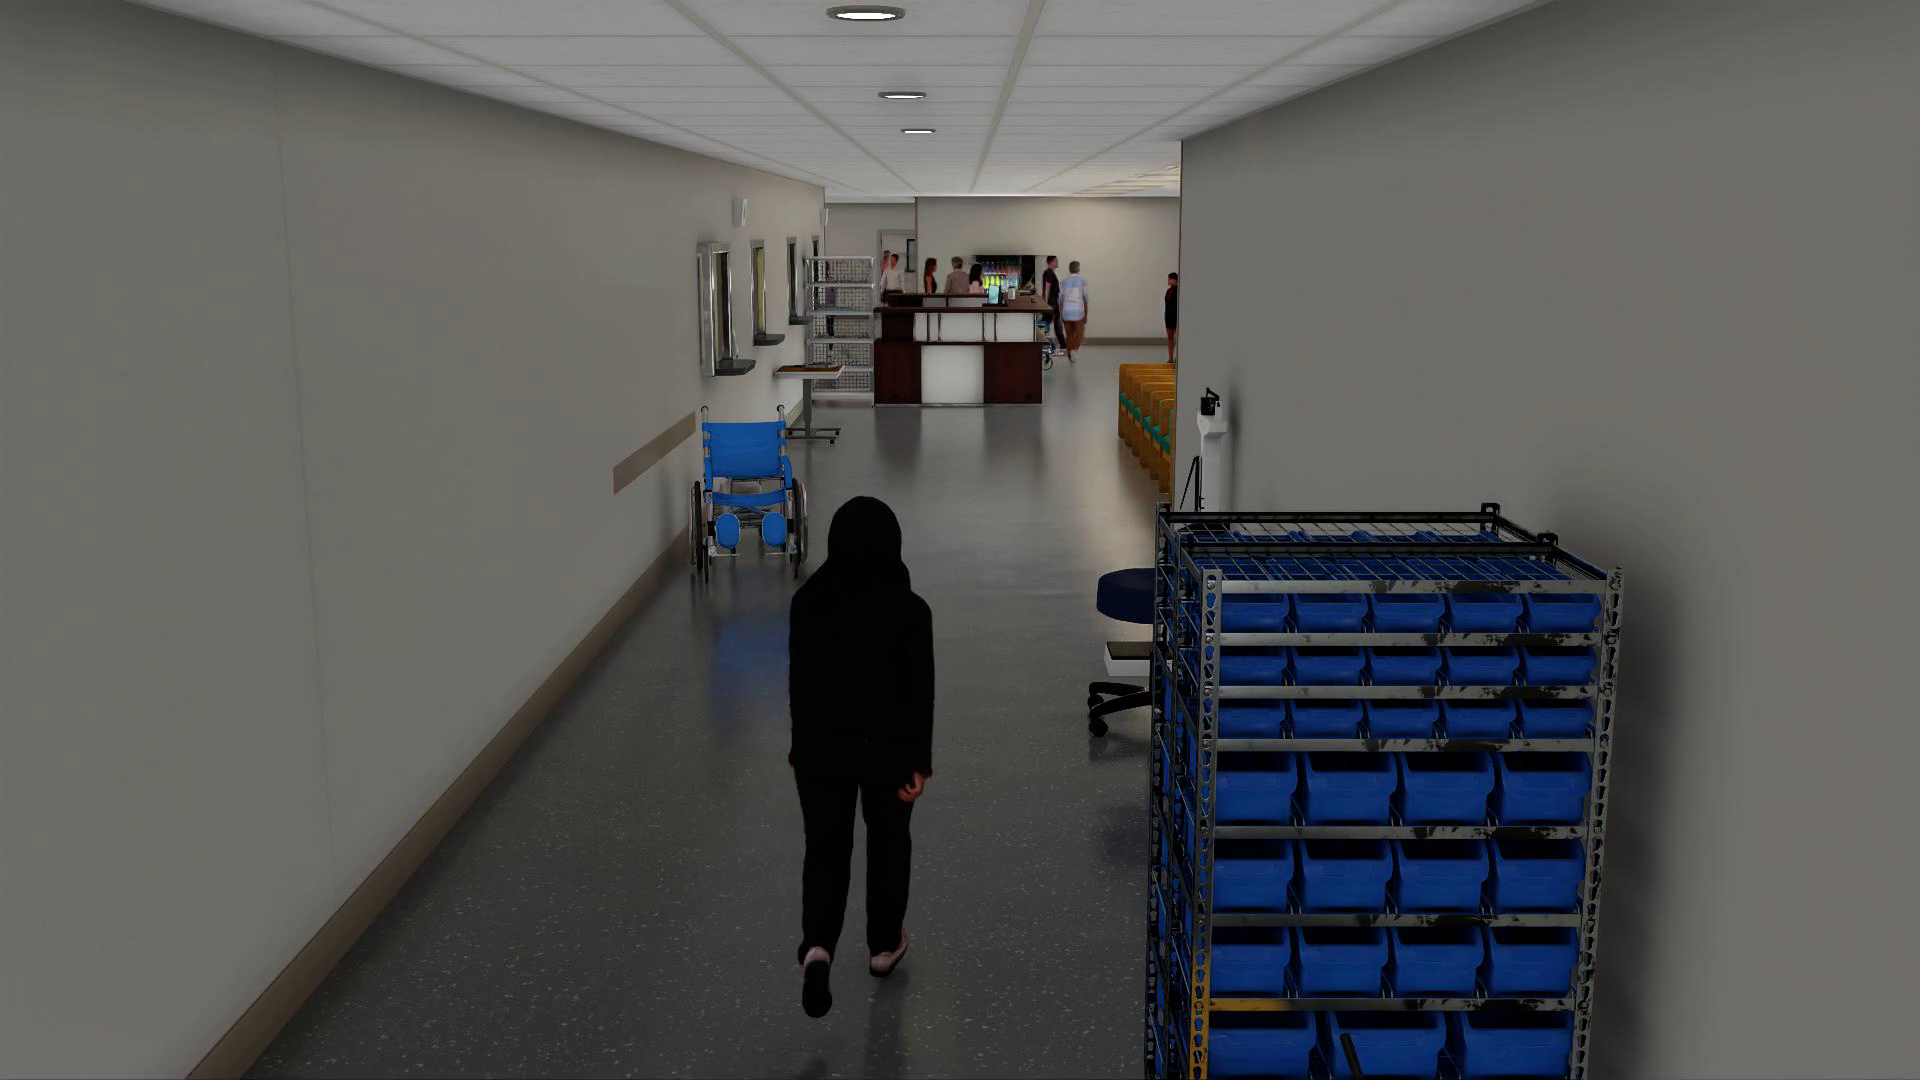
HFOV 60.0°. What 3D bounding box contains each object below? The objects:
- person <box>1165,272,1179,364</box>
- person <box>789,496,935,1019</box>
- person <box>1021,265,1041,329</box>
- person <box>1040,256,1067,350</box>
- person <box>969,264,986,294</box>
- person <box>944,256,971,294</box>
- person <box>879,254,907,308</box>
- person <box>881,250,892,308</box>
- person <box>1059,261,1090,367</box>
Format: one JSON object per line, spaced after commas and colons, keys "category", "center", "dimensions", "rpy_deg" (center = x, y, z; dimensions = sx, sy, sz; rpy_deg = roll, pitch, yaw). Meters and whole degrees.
{"category": "person", "center": [3.665, -3.742, 28.384], "dimensions": [0.733, 1.635, 0.683], "rpy_deg": [-8, 13, -35]}
{"category": "person", "center": [-0.335, 0.687, 5.156], "dimensions": [0.955, 1.595, 0.755], "rpy_deg": [1, 11, 7]}
{"category": "person", "center": [1.156, -3.961, 29.305], "dimensions": [0.863, 1.722, 0.753], "rpy_deg": [-4, 12, -22]}
{"category": "person", "center": [1.694, -4.644, 32.633], "dimensions": [1.015, 1.823, 0.836], "rpy_deg": [1, 11, 8]}
{"category": "person", "center": [0.211, -3.996, 29.441], "dimensions": [1.110, 1.740, 0.733], "rpy_deg": [-1, 11, -7]}
{"category": "person", "center": [0.018, -4.184, 30.157], "dimensions": [0.861, 1.844, 0.913], "rpy_deg": [-6, 12, -29]}
{"category": "person", "center": [-1.411, -5.413, 36.770], "dimensions": [0.791, 1.792, 0.936], "rpy_deg": [6, 12, 29]}
{"category": "person", "center": [-1.894, -6.565, 42.854], "dimensions": [0.692, 1.787, 0.679], "rpy_deg": [-7, 13, -32]}
{"category": "person", "center": [1.958, -3.889, 28.696], "dimensions": [0.978, 1.808, 0.938], "rpy_deg": [3, 11, 17]}
